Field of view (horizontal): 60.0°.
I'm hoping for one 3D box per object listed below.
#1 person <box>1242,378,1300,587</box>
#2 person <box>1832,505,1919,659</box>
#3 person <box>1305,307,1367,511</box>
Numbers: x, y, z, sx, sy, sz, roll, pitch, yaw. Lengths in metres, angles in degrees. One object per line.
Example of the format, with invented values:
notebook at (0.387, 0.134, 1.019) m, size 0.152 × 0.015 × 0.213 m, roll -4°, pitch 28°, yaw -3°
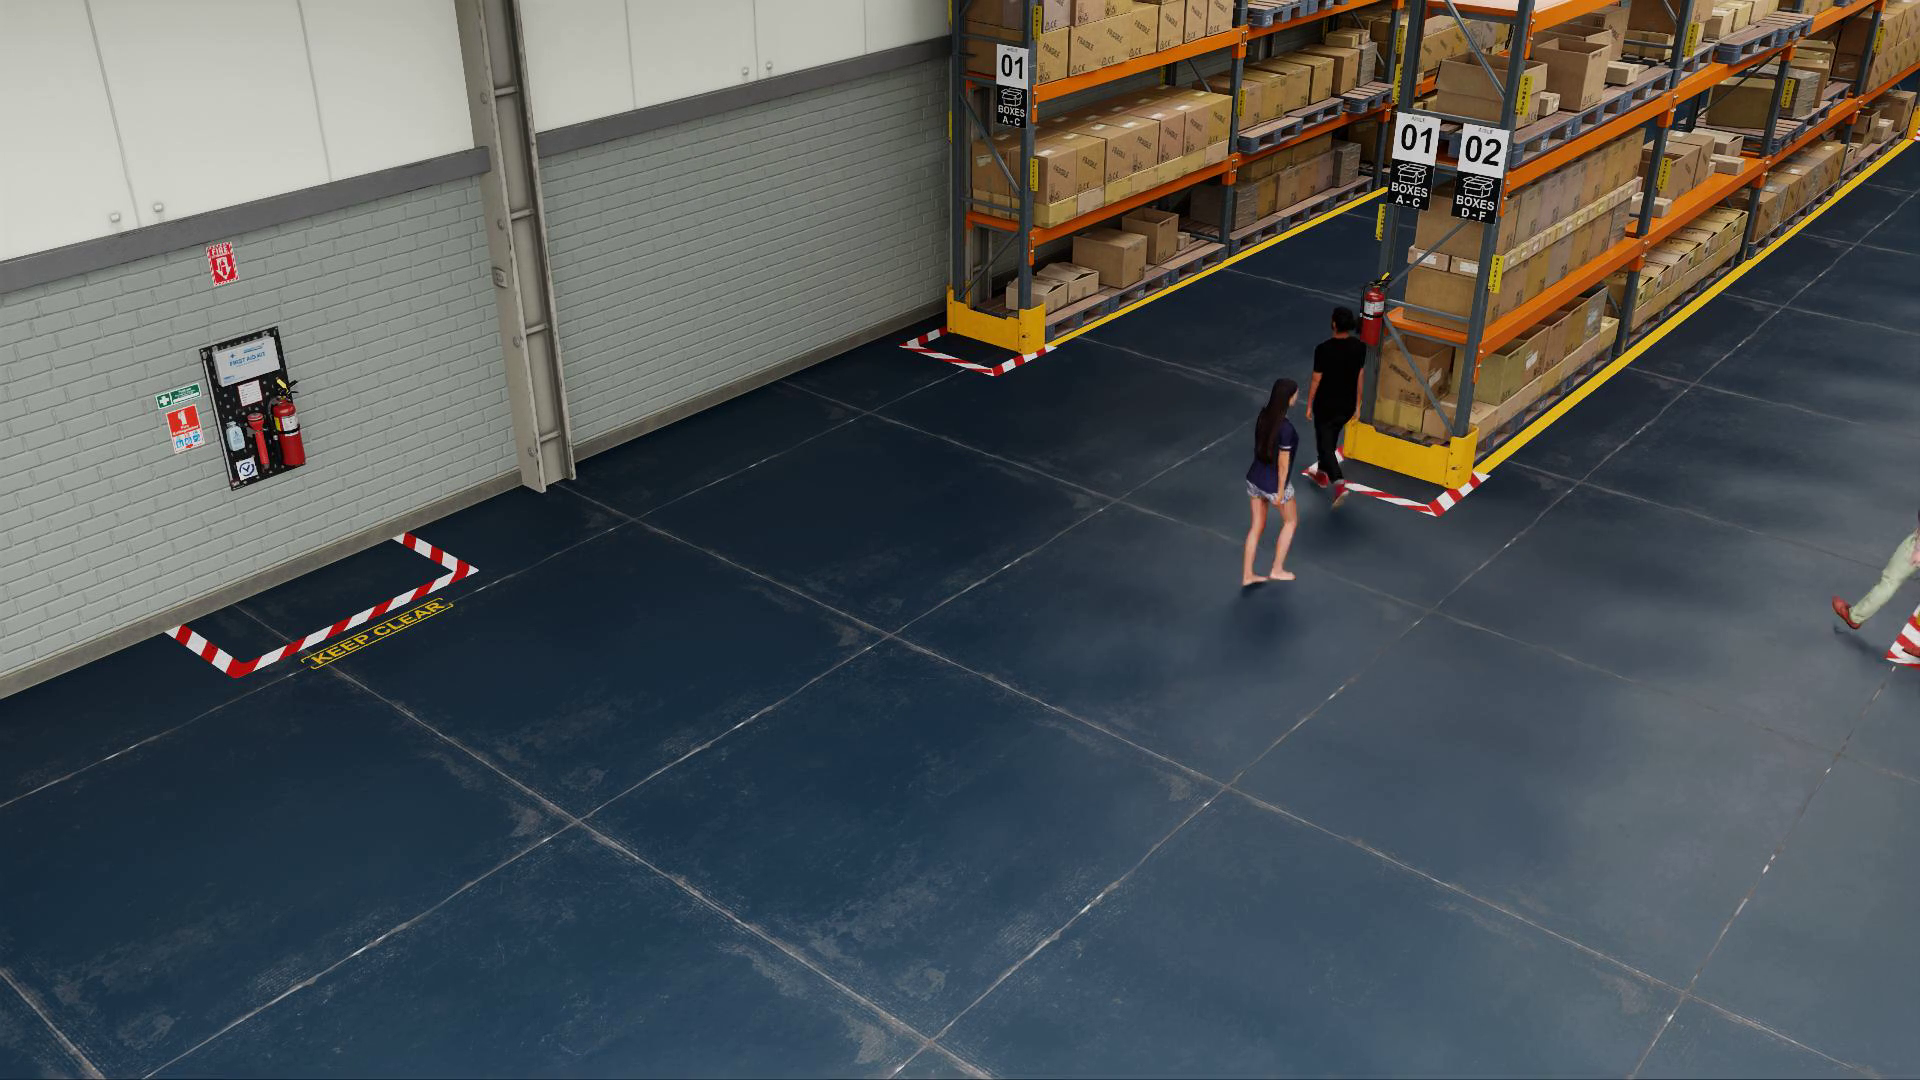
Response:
person at (2.346, -0.415, 12.993) m, size 0.770 × 1.746 × 0.689 m, roll -15°, pitch 31°, yaw -26°
person at (7.127, 0.075, 12.003) m, size 1.233 × 1.813 × 1.126 m, roll -15°, pitch 31°, yaw -25°
person at (3.267, -1.119, 14.335) m, size 1.130 × 1.728 × 1.070 m, roll -9°, pitch 29°, yaw -16°
